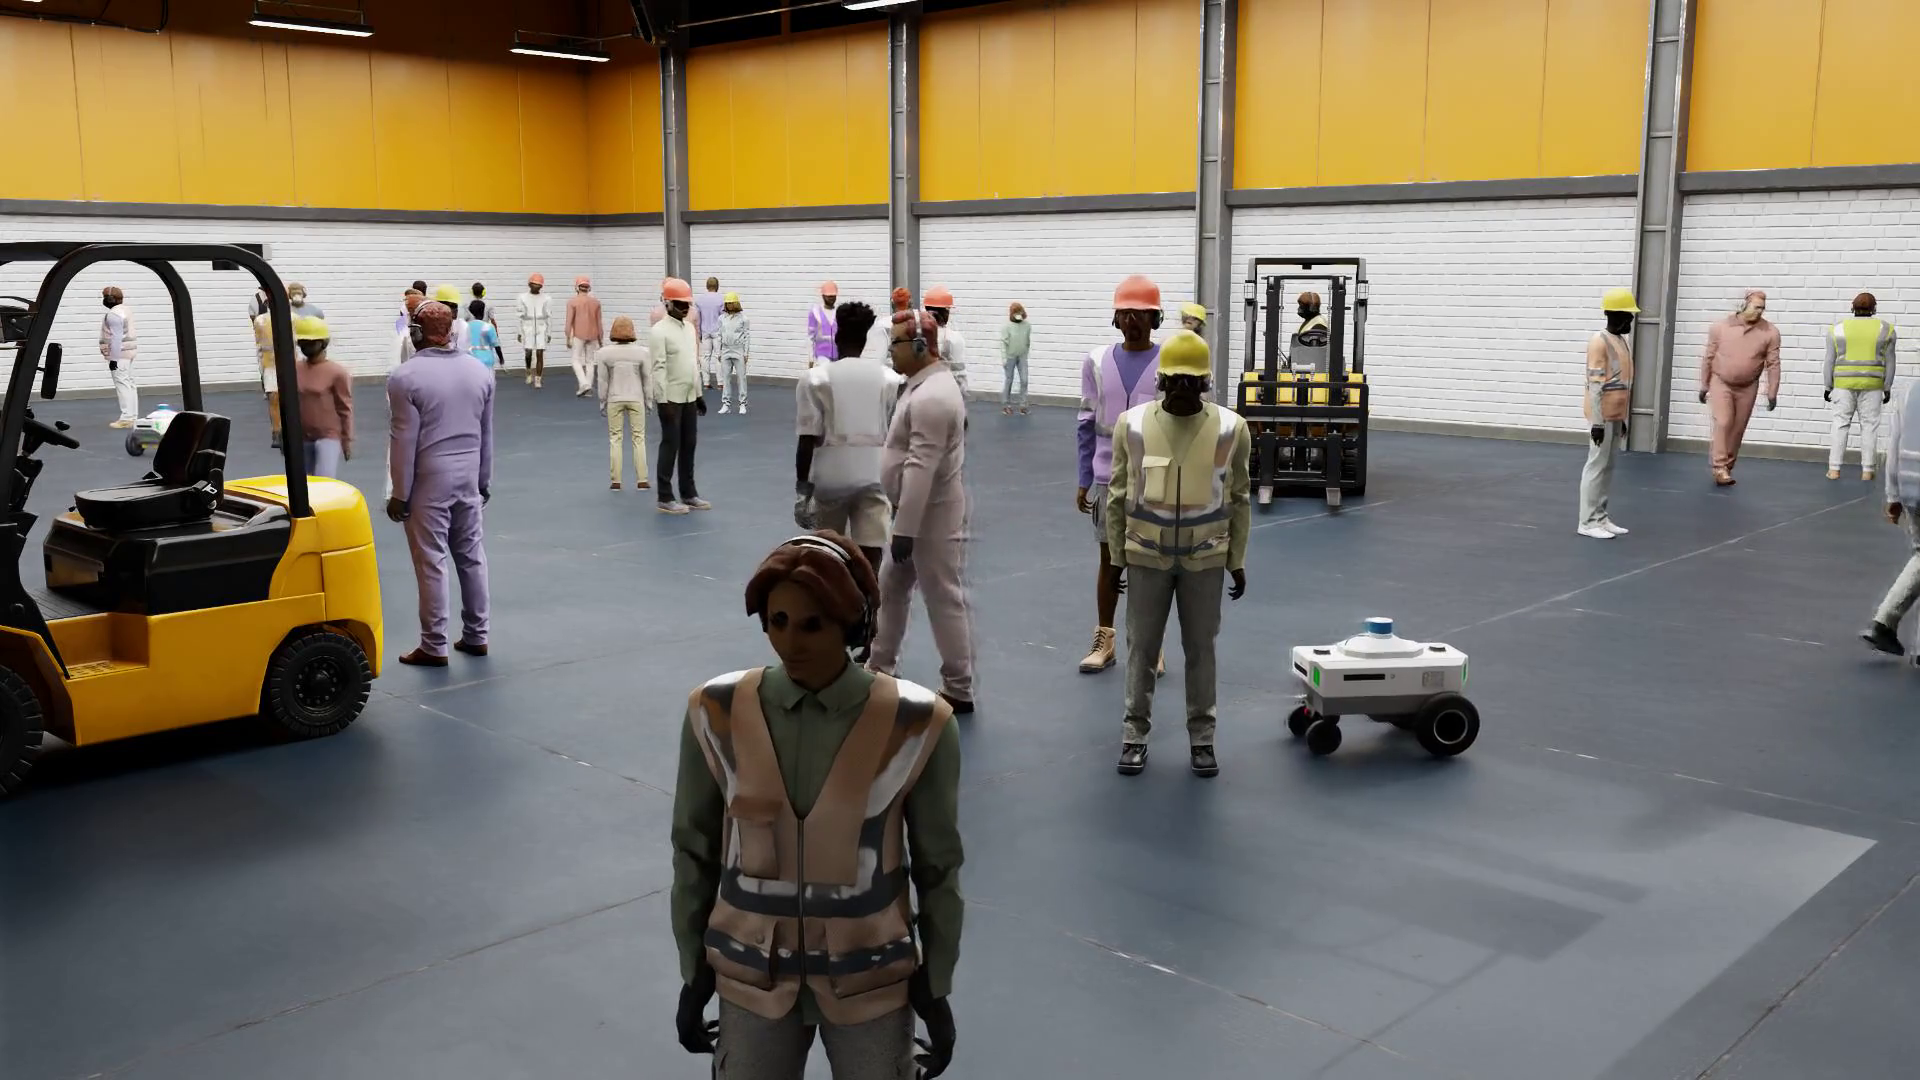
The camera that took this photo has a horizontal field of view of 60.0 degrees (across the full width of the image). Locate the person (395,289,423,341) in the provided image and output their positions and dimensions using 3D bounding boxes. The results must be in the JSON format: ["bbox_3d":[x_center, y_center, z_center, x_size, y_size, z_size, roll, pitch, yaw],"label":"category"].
[{"bbox_3d":[-6.107,-1.904,18.772,0.565,1.850,0.390,3,10,18],"label":"person"}]

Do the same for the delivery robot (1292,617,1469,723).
[{"bbox_3d":[1.814,0.580,7.211,0.707,0.478,0.477,-1,9,-6],"label":"delivery robot"}]

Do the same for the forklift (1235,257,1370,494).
[{"bbox_3d":[3.309,-1.629,16.029,1.214,2.155,2.313,2,9,11],"label":"forklift"}]

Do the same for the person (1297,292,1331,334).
[{"bbox_3d":[3.694,-1.696,17.571,0.430,1.838,0.630,0,9,0],"label":"person"}]

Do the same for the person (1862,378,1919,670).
[{"bbox_3d":[5.048,-0.214,8.526,0.425,1.818,0.625,-2,9,-10],"label":"person"}]

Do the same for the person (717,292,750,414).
[{"bbox_3d":[-3.250,-2.672,23.807,0.489,1.744,0.295,2,9,11],"label":"person"}]

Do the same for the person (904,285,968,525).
[{"bbox_3d":[-0.178,-1.073,13.406,0.552,1.937,0.356,5,10,27],"label":"person"}]

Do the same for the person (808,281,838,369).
[{"bbox_3d":[-1.638,-2.365,21.415,0.566,1.902,0.889,-3,10,-18],"label":"person"}]

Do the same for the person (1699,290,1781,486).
[{"bbox_3d":[7.417,-1.428,15.814,0.670,1.862,0.805,3,10,16],"label":"person"}]

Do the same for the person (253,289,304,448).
[{"bbox_3d":[-7.967,-2.055,19.520,0.548,1.917,0.849,-2,9,-12],"label":"person"}]

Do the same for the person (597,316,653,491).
[{"bbox_3d":[-3.124,-1.268,15.543,0.517,1.631,0.277,-1,9,-7],"label":"person"}]

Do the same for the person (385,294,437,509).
[{"bbox_3d":[-4.612,-1.160,14.202,0.634,1.851,0.584,-5,11,-29],"label":"person"}]

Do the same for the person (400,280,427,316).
[{"bbox_3d":[-7.453,-2.648,23.128,0.596,1.915,0.373,-6,11,-31],"label":"person"}]

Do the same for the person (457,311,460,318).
[{"bbox_3d":[-6.679,-2.410,21.829,0.338,1.867,0.533,3,10,17],"label":"person"}]

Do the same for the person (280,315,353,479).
[{"bbox_3d":[-4.561,-0.738,11.917,0.527,1.743,0.713,2,10,14],"label":"person"}]

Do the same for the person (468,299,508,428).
[{"bbox_3d":[-6.154,-2.251,21.374,0.566,1.673,0.499,4,10,23],"label":"person"}]

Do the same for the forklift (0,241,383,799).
[{"bbox_3d":[-3.706,-0.171,7.093,1.214,2.155,2.313,9,13,43],"label":"forklift"}]

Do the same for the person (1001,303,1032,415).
[{"bbox_3d":[0.792,-2.541,23.445,0.519,1.593,0.716,-4,10,-24],"label":"person"}]

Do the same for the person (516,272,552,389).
[{"bbox_3d":[-7.365,-3.630,28.836,0.608,2.020,0.517,-3,10,-18],"label":"person"}]

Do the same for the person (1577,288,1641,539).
[{"bbox_3d":[5.036,-0.972,12.860,0.376,1.922,0.633,7,12,39],"label":"person"}]

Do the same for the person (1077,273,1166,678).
[{"bbox_3d":[0.880,-0.320,8.457,0.607,2.048,0.365,3,10,20],"label":"person"}]

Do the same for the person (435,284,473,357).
[{"bbox_3d":[-5.052,-1.574,16.532,0.413,1.924,0.597,7,11,36],"label":"person"}]

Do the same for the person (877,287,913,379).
[{"bbox_3d":[-0.587,-1.683,17.305,0.573,1.886,0.354,-2,10,-13],"label":"person"}]

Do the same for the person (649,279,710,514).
[{"bbox_3d":[-2.389,-1.216,14.135,0.400,1.986,0.623,4,10,23],"label":"person"}]

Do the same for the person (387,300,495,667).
[{"bbox_3d":[-2.740,-0.295,8.733,0.409,1.907,0.651,6,11,32],"label":"person"}]

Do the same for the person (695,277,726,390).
[{"bbox_3d":[-4.209,-3.519,28.422,0.639,1.941,0.380,3,10,18],"label":"person"}]

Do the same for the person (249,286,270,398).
[{"bbox_3d":[-10.947,-3.275,26.593,0.684,2.000,0.538,2,10,15],"label":"person"}]

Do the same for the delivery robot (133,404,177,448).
[{"bbox_3d":[-8.875,-1.269,18.549,0.477,0.478,0.707,1,9,9],"label":"delivery robot"}]

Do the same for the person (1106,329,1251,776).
[{"bbox_3d":[0.888,0.058,6.806,0.587,1.830,0.403,1,9,7],"label":"person"}]

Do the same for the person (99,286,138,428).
[{"bbox_3d":[-10.990,-2.381,21.723,0.430,1.843,0.626,-2,9,-10],"label":"person"}]

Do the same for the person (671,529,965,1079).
[{"bbox_3d":[-0.248,0.789,2.902,0.514,1.639,0.310,1,9,6],"label":"person"}]

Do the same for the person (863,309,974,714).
[{"bbox_3d":[-0.300,-0.112,7.670,0.789,1.877,0.665,-1,9,-3],"label":"person"}]

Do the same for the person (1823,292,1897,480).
[{"bbox_3d":[8.823,-1.504,16.348,0.626,1.844,0.429,5,10,26],"label":"person"}]

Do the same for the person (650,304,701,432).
[{"bbox_3d":[-3.592,-2.312,21.106,0.652,1.904,0.402,-5,11,-29],"label":"person"}]

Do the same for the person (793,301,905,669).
[{"bbox_3d":[-0.582,-0.298,8.764,0.664,1.886,1.035,-2,10,-14],"label":"person"}]

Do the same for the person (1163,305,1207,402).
[{"bbox_3d":[2.129,-1.413,16.172,0.598,1.731,0.378,-6,11,-34],"label":"person"}]

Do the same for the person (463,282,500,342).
[{"bbox_3d":[-7.927,-3.343,27.643,0.523,1.838,0.800,0,9,0],"label":"person"}]

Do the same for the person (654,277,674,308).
[{"bbox_3d":[-4.722,-3.286,26.985,0.376,1.934,0.547,4,10,23],"label":"person"}]

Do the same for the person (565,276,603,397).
[{"bbox_3d":[-6.076,-3.292,26.947,0.633,1.961,0.618,-7,11,-35],"label":"person"}]

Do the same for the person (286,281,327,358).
[{"bbox_3d":[-8.620,-2.420,21.735,0.639,1.917,0.731,-5,10,-27],"label":"person"}]
